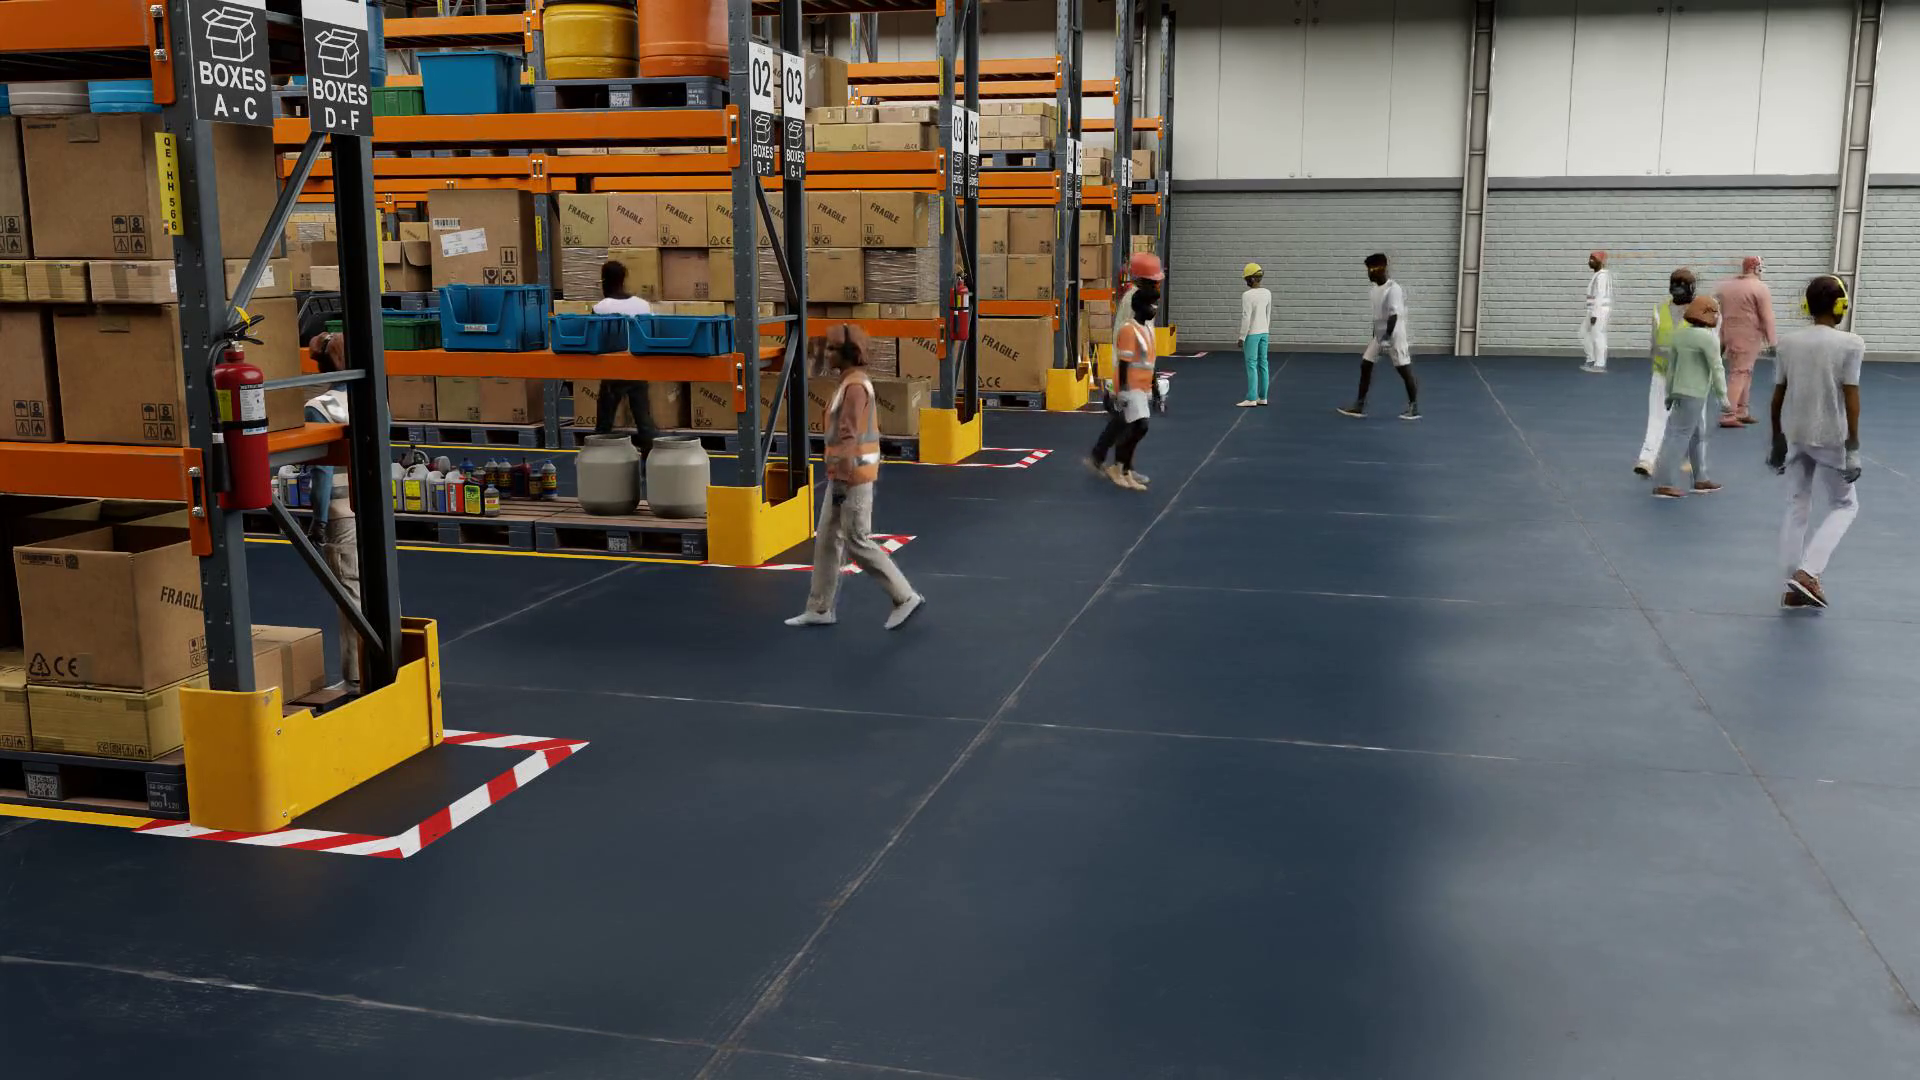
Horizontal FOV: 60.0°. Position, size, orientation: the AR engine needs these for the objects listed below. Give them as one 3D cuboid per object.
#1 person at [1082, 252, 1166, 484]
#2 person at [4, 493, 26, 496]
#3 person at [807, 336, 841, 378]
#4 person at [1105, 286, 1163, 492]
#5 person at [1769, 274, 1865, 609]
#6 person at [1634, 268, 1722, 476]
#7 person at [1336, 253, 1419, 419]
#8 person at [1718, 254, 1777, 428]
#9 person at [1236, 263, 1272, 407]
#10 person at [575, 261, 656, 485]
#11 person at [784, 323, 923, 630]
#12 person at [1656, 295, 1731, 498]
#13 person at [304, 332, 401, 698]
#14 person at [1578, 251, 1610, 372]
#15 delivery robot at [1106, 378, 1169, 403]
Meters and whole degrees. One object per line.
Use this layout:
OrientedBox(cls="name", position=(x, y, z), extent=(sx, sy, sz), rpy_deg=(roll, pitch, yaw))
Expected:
OrientedBox(cls="person", position=(1.376, -1.430, 13.936), extent=(0.713, 1.944, 0.677), rpy_deg=(2, 10, 11))
OrientedBox(cls="person", position=(-6.404, -0.820, 10.866), extent=(0.404, 1.829, 0.591), rpy_deg=(3, 11, 16))
OrientedBox(cls="person", position=(-1.437, -2.082, 17.618), extent=(1.007, 1.924, 0.734), rpy_deg=(-1, 10, -5))
OrientedBox(cls="person", position=(1.433, -1.218, 13.502), extent=(0.364, 1.673, 0.541), rpy_deg=(5, 11, 25))
OrientedBox(cls="person", position=(4.742, -0.528, 9.171), extent=(0.383, 1.855, 0.565), rpy_deg=(-6, 12, -32))
OrientedBox(cls="person", position=(6.255, -1.447, 14.451), extent=(0.630, 1.798, 0.946), rpy_deg=(10, 14, 44))
OrientedBox(cls="person", position=(4.860, -2.323, 19.062), extent=(0.886, 1.890, 0.648), rpy_deg=(-3, 11, -17))
OrientedBox(cls="person", position=(8.654, -2.160, 18.169), extent=(0.775, 1.881, 0.668), rpy_deg=(-2, 10, -11))
OrientedBox(cls="person", position=(3.600, -2.506, 20.410), extent=(0.524, 1.760, 0.327), rpy_deg=(-9, 14, -42))
OrientedBox(cls="person", position=(-2.876, -1.397, 13.980), extent=(0.599, 1.860, 1.021), rpy_deg=(-10, 14, -44))
OrientedBox(cls="person", position=(-0.559, -0.321, 8.689), extent=(0.685, 1.617, 0.522), rpy_deg=(-2, 10, -13))
OrientedBox(cls="person", position=(5.900, -1.128, 13.204), extent=(0.758, 1.604, 0.505), rpy_deg=(-1, 10, -8))
OrientedBox(cls="person", position=(-2.728, -0.110, 7.460), extent=(0.310, 1.638, 0.523), rpy_deg=(3, 11, 18))
OrientedBox(cls="person", position=(9.789, -3.520, 25.719), extent=(0.532, 1.865, 0.623), rpy_deg=(3, 11, 14))
OrientedBox(cls="delivery robot", position=(2.066, -1.766, 19.380), extent=(0.707, 0.478, 0.477), rpy_deg=(-1, 10, -4))
